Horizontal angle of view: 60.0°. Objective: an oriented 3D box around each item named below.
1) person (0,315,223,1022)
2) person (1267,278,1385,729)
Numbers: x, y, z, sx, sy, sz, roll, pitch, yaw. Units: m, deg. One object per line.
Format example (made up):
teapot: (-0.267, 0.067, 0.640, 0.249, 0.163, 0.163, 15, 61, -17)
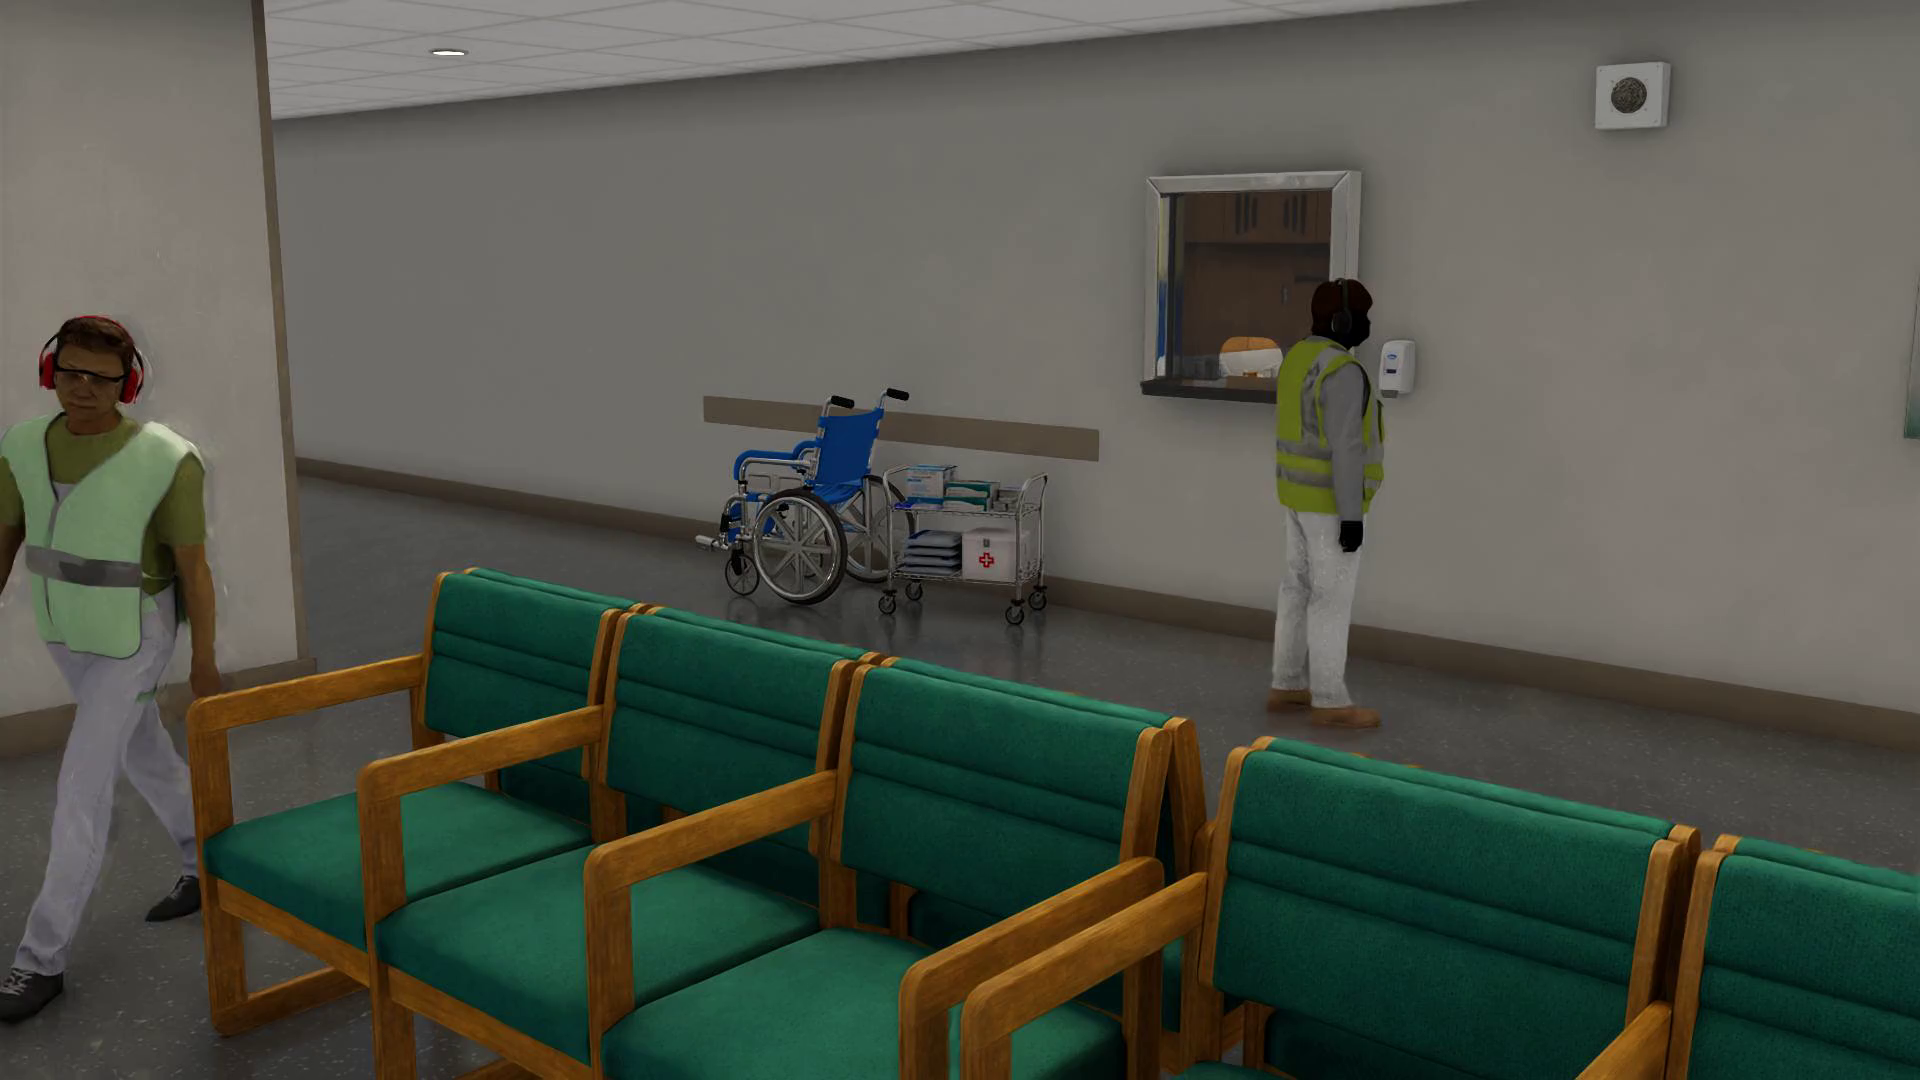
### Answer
person: (-2.323, 0.290, 4.500, 0.667, 1.791, 0.978, 4, 11, 21)
person: (1.521, -0.150, 6.854, 0.429, 1.841, 0.633, -2, 10, -10)
